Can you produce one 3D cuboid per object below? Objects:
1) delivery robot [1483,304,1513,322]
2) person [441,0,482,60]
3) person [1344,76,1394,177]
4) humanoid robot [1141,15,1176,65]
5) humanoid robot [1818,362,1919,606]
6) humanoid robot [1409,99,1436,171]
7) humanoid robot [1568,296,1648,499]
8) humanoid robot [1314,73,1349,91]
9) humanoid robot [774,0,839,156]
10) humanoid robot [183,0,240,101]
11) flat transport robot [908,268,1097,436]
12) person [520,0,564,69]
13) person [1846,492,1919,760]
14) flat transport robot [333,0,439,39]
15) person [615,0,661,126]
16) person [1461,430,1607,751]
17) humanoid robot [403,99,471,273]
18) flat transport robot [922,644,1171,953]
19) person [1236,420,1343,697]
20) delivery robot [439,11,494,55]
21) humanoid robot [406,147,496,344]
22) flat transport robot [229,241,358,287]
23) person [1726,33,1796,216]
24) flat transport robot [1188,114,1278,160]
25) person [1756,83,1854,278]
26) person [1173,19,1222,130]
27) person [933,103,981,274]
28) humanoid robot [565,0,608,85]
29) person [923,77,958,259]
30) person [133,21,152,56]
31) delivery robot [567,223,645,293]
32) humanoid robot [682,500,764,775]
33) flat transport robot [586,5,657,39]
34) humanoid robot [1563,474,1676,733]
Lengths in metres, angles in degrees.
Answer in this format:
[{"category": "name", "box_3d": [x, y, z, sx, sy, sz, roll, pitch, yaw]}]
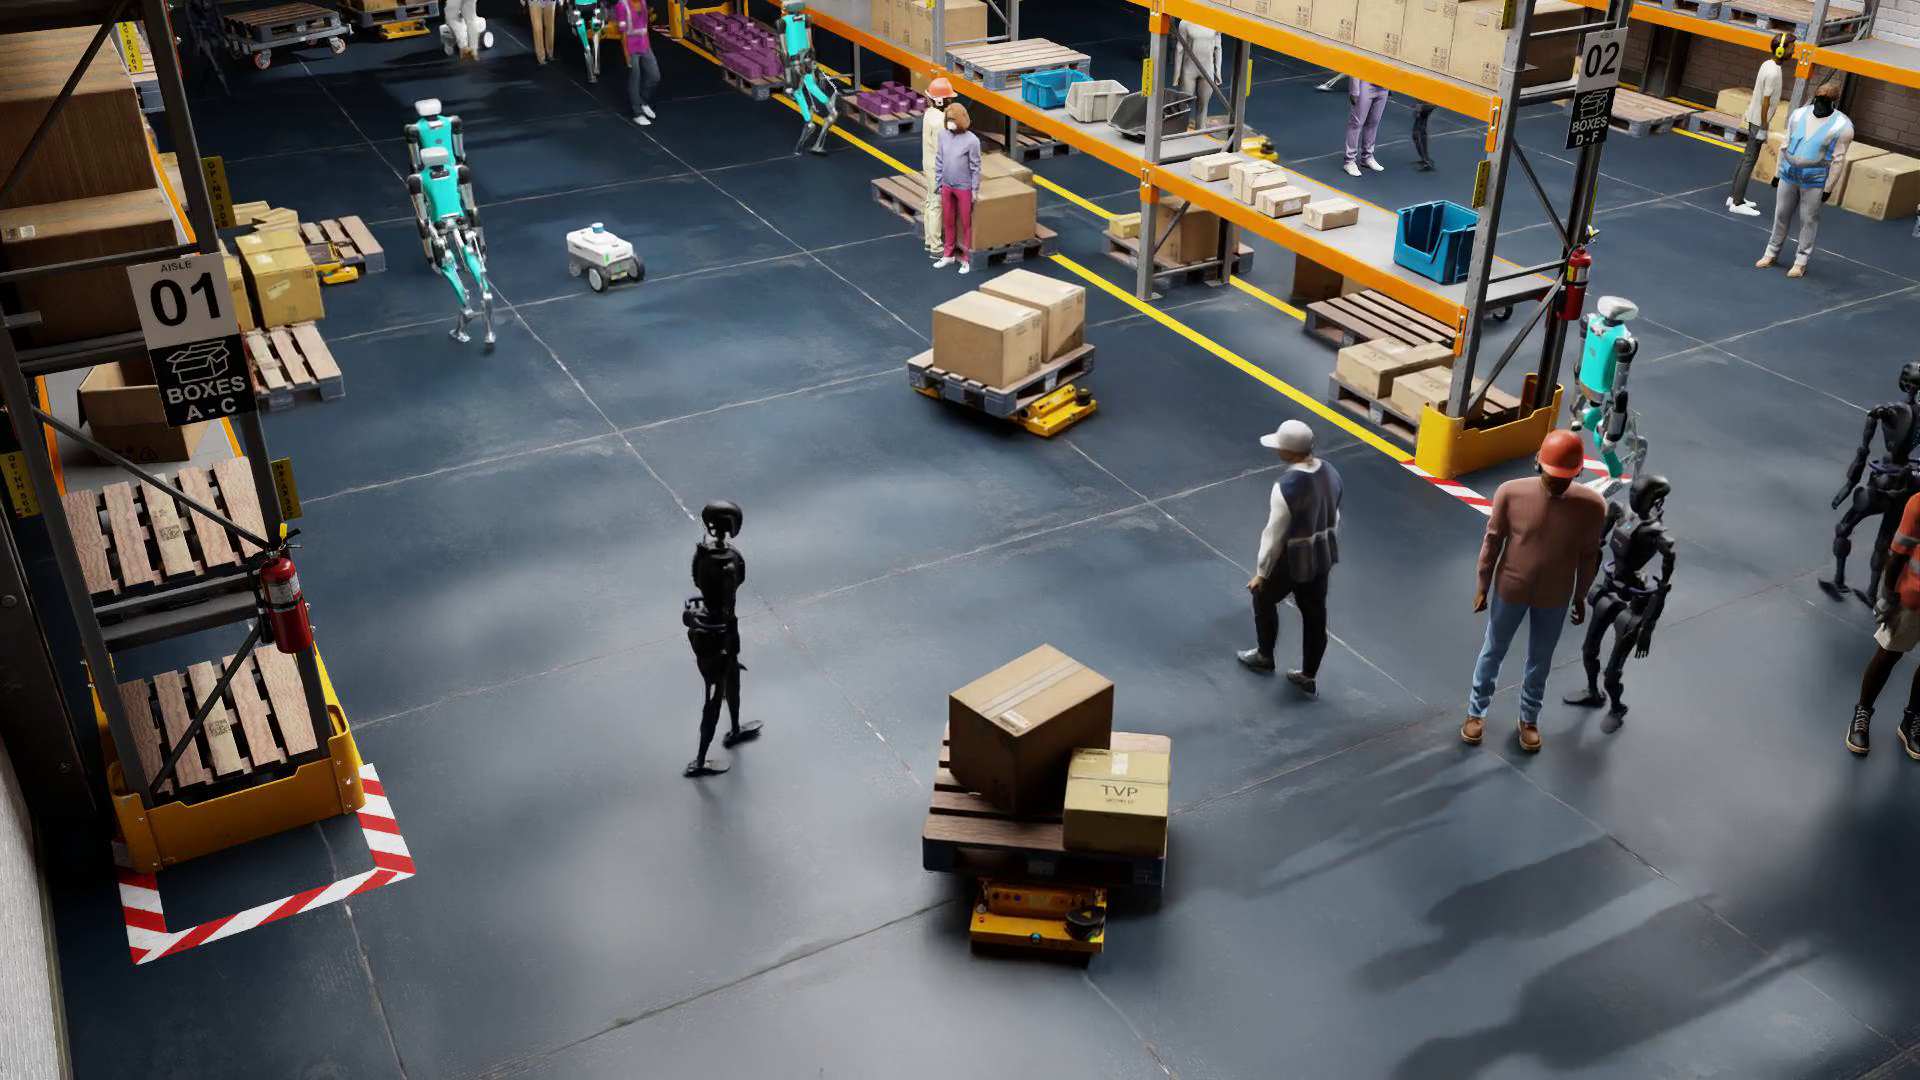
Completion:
[{"category": "delivery robot", "box_3d": [4.630, -2.276, 15.096, 0.499, 0.606, 0.808, -10, 31, -17]}, {"category": "person", "box_3d": [-6.916, -7.565, 23.029, 0.641, 1.818, 0.436, -23, 37, -34]}, {"category": "person", "box_3d": [4.601, -5.038, 18.541, 0.637, 1.906, 0.411, -18, 35, -29]}, {"category": "humanoid robot", "box_3d": [2.816, -7.364, 22.829, 0.619, 1.632, 0.600, 7, 31, 11]}, {"category": "humanoid robot", "box_3d": [5.929, -0.355, 10.626, 0.604, 1.648, 0.426, -3, 30, -6]}, {"category": "humanoid robot", "box_3d": [5.247, -4.993, 18.700, 0.347, 1.659, 0.612, 11, 32, 19]}, {"category": "humanoid robot", "box_3d": [4.631, -0.857, 11.480, 0.996, 1.782, 0.531, -8, 31, -13]}, {"category": "humanoid robot", "box_3d": [5.198, -6.578, 21.462, 1.070, 1.752, 0.536, 6, 30, 10]}, {"category": "humanoid robot", "box_3d": [-1.696, -5.249, 19.091, 0.831, 1.772, 0.531, 21, 36, 32]}, {"category": "humanoid robot", "box_3d": [-9.691, -6.484, 21.357, 0.835, 1.630, 0.589, 12, 32, 20]}, {"category": "flat transport robot", "box_3d": [0.342, -1.221, 13.535, 1.431, 0.231, 0.659, 22, 37, 34]}, {"category": "person", "box_3d": [-5.726, -7.375, 22.814, 0.583, 1.691, 0.898, -10, 31, -17]}, {"category": "person", "box_3d": [5.368, 0.327, 9.138, 0.602, 1.966, 0.367, 6, 30, 11]}, {"category": "flat transport robot", "box_3d": [-8.568, -7.742, 24.888, 0.659, 0.231, 1.431, -23, 37, -35]}, {"category": "person", "box_3d": [-3.915, -5.957, 20.204, 0.404, 1.833, 0.528, 21, 36, 32]}, {"category": "person", "box_3d": [3.165, 0.283, 9.189, 0.621, 1.989, 0.399, 7, 31, 11]}, {"category": "humanoid robot", "box_3d": [-4.963, -3.333, 15.765, 0.556, 1.794, 0.760, -18, 35, -29]}, {"category": "flat transport robot", "box_3d": [0.462, 1.569, 8.678, 0.659, 0.231, 1.431, 4, 30, 7]}, {"category": "person", "box_3d": [1.955, 0.080, 9.802, 0.771, 1.723, 0.681, -17, 34, -28]}, {"category": "delivery robot", "box_3d": [-7.056, -7.226, 23.716, 0.506, 0.608, 0.779, 11, 32, 19]}, {"category": "humanoid robot", "box_3d": [-4.236, -2.388, 14.111, 0.549, 1.776, 0.866, -17, 34, -27]}, {"category": "flat transport robot", "box_3d": [-6.538, -2.568, 15.880, 1.431, 0.231, 0.659, -12, 32, -21]}, {"category": "person", "box_3d": [8.390, -4.356, 17.387, 0.336, 1.872, 0.516, 10, 31, 17]}, {"category": "flat transport robot", "box_3d": [3.137, -4.750, 19.678, 0.659, 0.231, 1.431, -9, 31, -16]}, {"category": "person", "box_3d": [8.021, -3.422, 15.801, 0.431, 1.837, 0.625, -20, 36, -31]}, {"category": "person", "box_3d": [2.743, -5.418, 19.212, 0.570, 1.894, 0.376, -3, 30, -5]}, {"category": "person", "box_3d": [-0.030, -3.363, 15.892, 0.508, 1.631, 0.272, 20, 35, 31]}, {"category": "humanoid robot", "box_3d": [-4.938, -6.901, 21.980, 0.539, 1.740, 1.058, -8, 31, -13]}, {"category": "person", "box_3d": [-0.194, -3.636, 16.246, 0.334, 1.752, 0.563, -4, 30, -7]}, {"category": "person", "box_3d": [-10.946, -6.953, 21.879, 0.504, 1.890, 0.960, -26, 39, -37]}, {"category": "delivery robot", "box_3d": [-3.410, -2.705, 15.846, 0.812, 0.609, 0.499, 26, 39, 38]}, {"category": "humanoid robot", "box_3d": [-1.316, 0.514, 9.113, 0.562, 1.631, 0.590, -13, 32, -21]}, {"category": "flat transport robot", "box_3d": [-5.076, -7.748, 24.898, 0.659, 0.231, 1.431, 5, 30, 8]}, {"category": "humanoid robot", "box_3d": [3.755, 0.340, 9.412, 0.370, 1.652, 0.600, -13, 32, -21]}]
